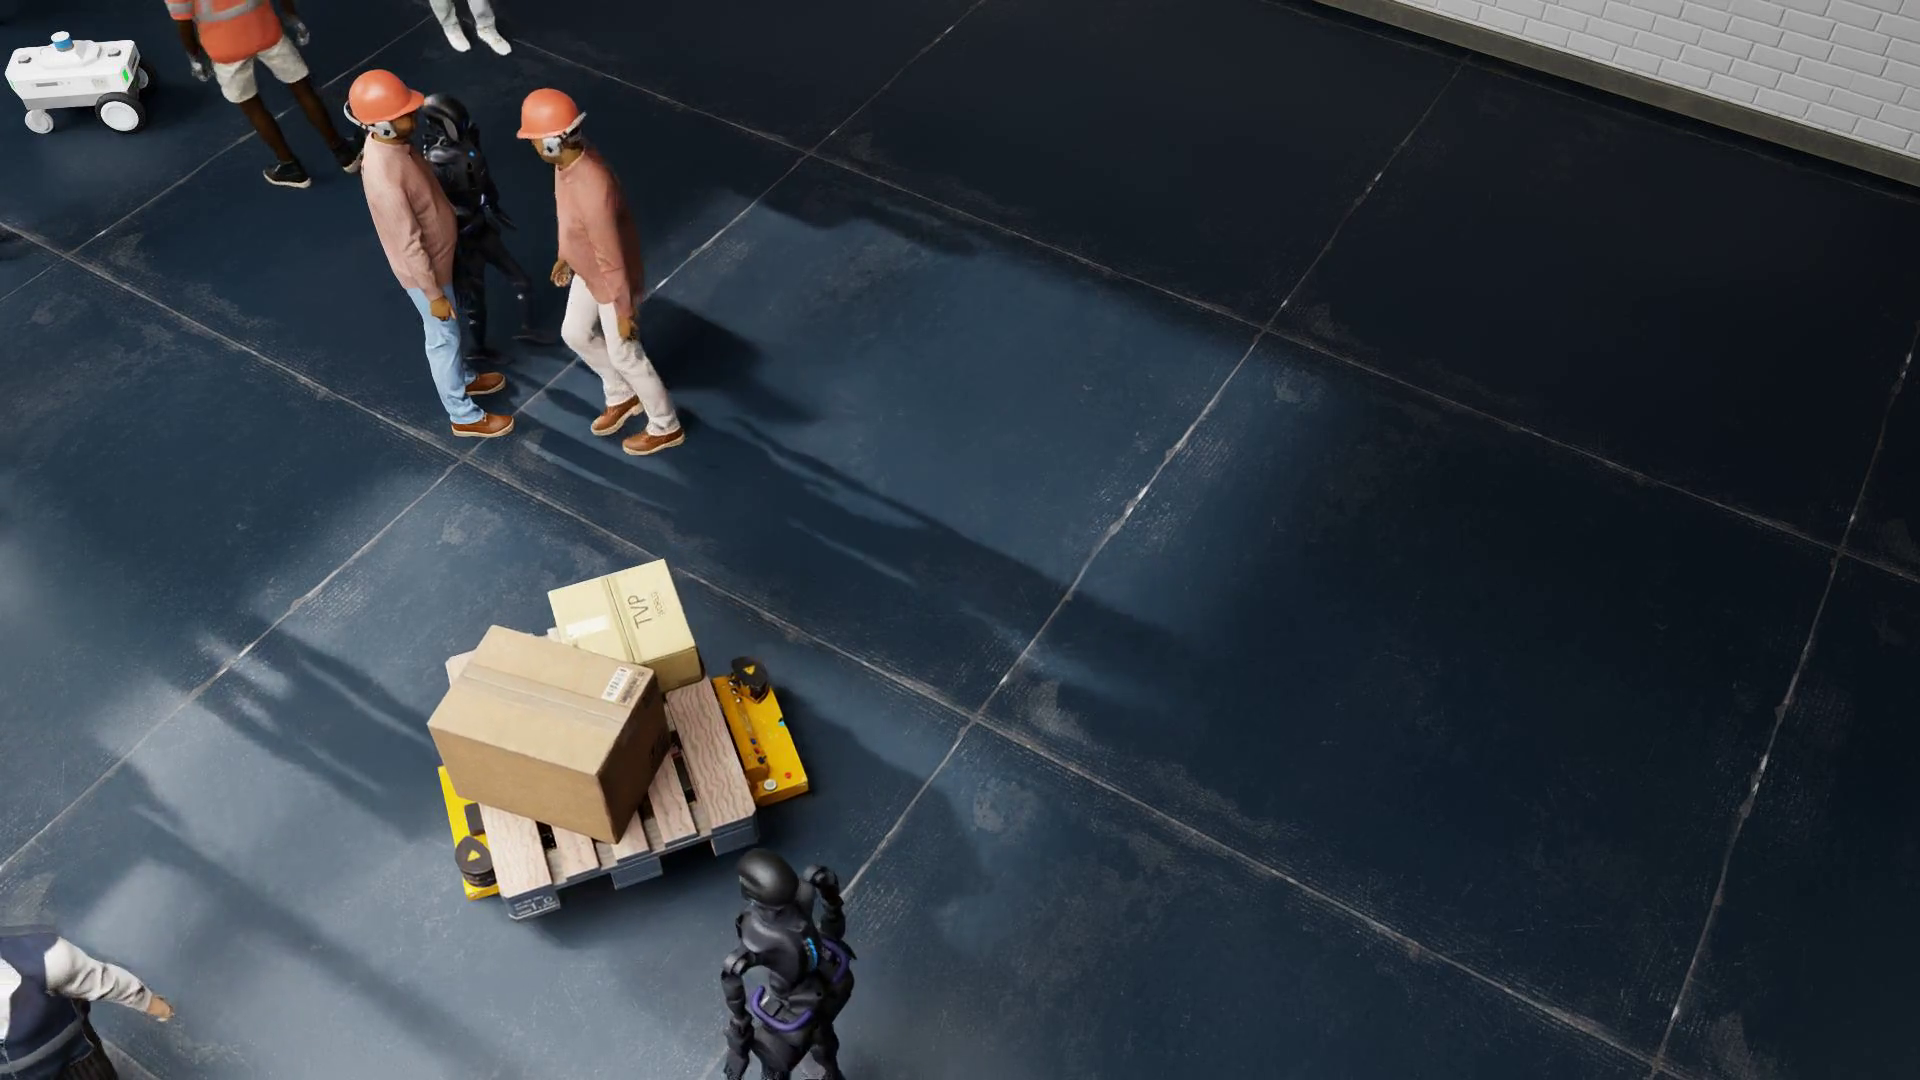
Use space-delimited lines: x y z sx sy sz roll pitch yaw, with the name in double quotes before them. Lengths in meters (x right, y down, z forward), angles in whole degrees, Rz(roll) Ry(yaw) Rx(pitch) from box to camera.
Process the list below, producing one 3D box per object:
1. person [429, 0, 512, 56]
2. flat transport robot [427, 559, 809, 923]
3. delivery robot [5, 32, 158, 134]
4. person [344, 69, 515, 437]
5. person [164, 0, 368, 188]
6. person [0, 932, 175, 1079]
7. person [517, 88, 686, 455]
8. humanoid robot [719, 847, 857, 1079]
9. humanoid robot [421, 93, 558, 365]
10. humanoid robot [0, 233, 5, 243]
"person" -3.186 -3.740 10.008 0.582 1.886 0.687 -34 57 -26
"flat transport robot" -1.416 0.975 6.963 1.431 0.231 0.659 -17 51 -14
"delivery robot" -5.301 -2.781 10.069 0.811 0.613 0.499 -6 49 -5
"person" -2.498 -1.321 7.824 0.376 1.997 0.610 -13 50 -11
"person" -3.888 -2.807 9.174 0.809 1.915 0.394 -32 56 -25
"person" -2.984 1.721 5.360 0.804 1.691 0.926 -18 51 -15
"person" -1.671 -1.220 7.764 0.492 1.953 0.627 -18 51 -15
"humanoid robot" -0.555 1.528 5.544 0.318 1.647 0.609 27 54 22
"humanoid robot" -2.396 -1.489 8.187 0.424 1.643 0.616 7 49 6
"humanoid robot" -5.544 -2.185 8.790 0.321 1.654 0.598 -22 52 -18
